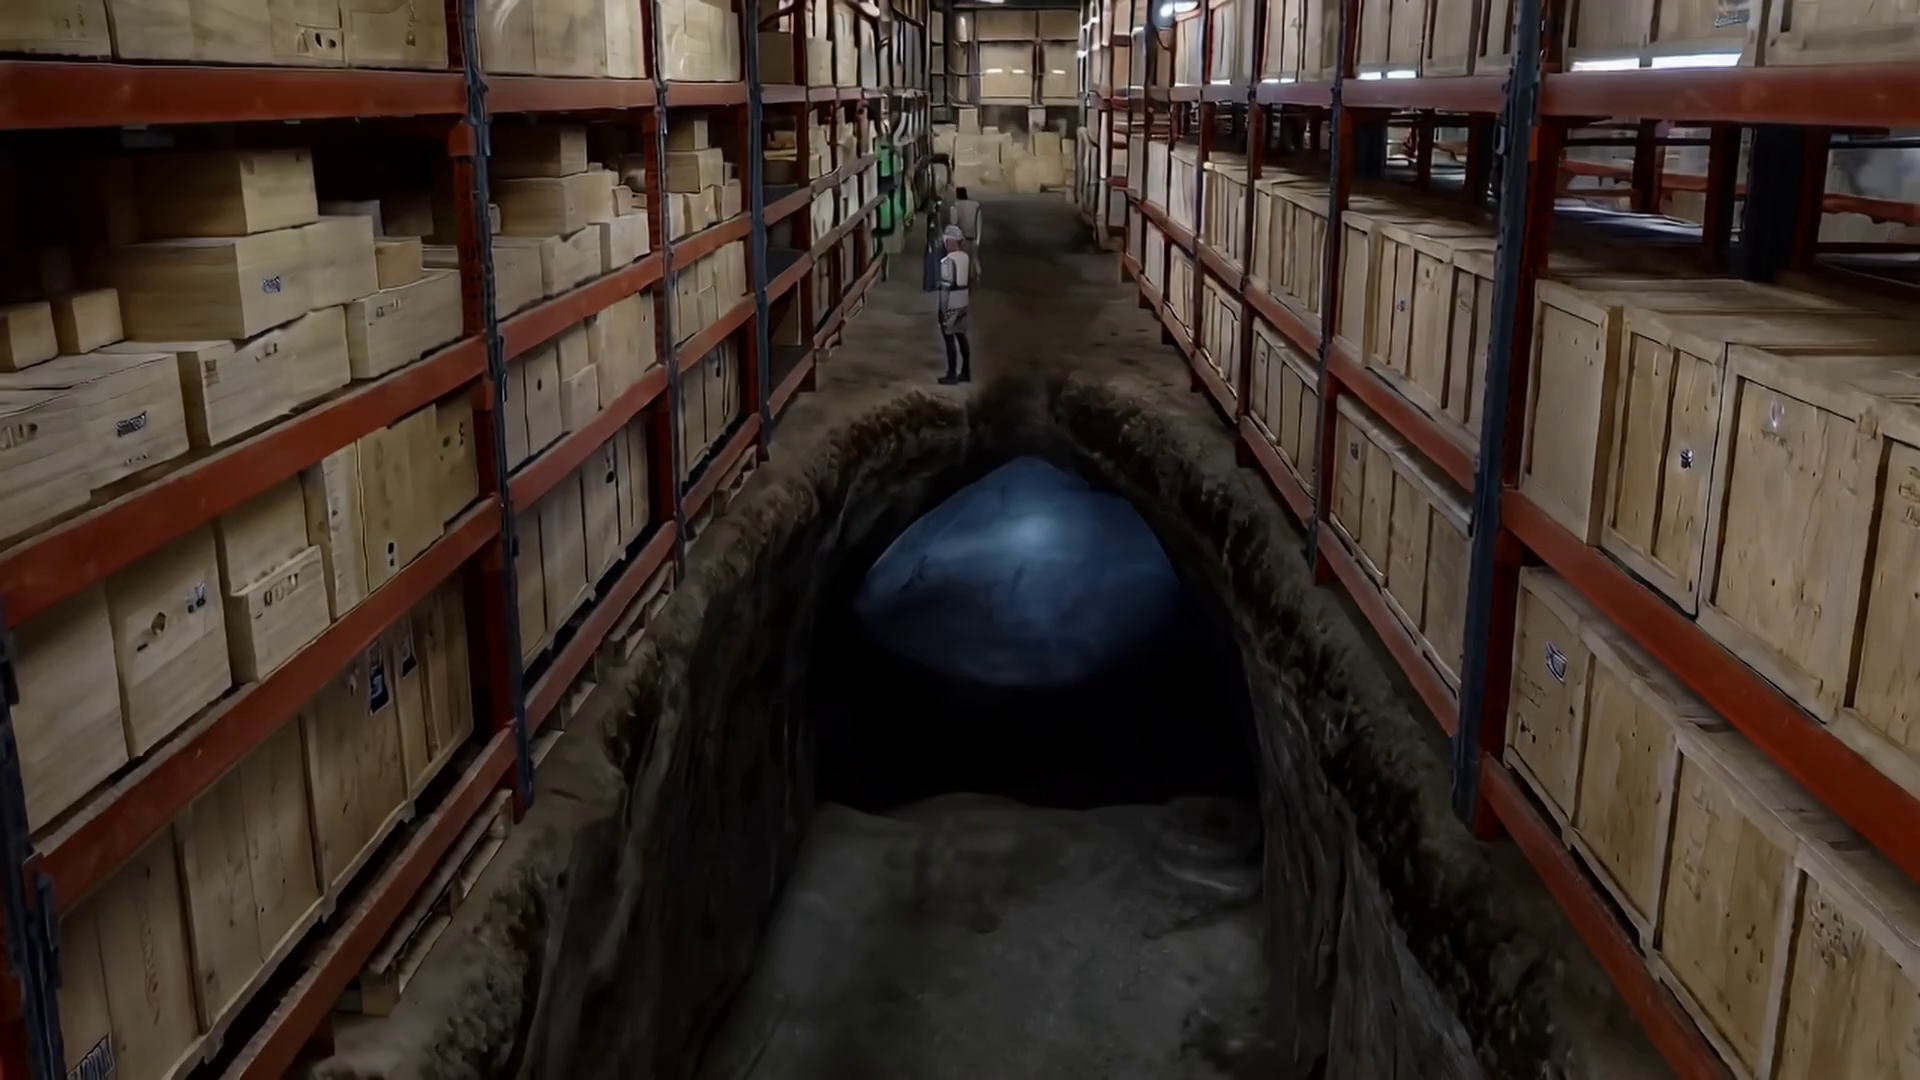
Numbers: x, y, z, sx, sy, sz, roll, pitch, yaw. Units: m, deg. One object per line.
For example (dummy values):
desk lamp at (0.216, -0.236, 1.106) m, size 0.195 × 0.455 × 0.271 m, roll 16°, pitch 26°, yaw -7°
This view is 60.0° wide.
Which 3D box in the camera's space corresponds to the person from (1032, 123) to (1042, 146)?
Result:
person at (4.074, -20.947, 87.545) m, size 0.591 × 1.921 × 0.382 m, roll 6°, pitch 16°, yaw 21°

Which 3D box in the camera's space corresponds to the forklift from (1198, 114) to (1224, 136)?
forklift at (8.044, -12.429, 54.037) m, size 1.129 × 2.768 × 1.873 m, roll 0°, pitch 15°, yaw 2°

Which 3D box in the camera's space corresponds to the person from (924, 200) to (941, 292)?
person at (-0.482, -5.245, 29.693) m, size 0.279 × 1.625 × 0.493 m, roll 7°, pitch 17°, yaw 26°

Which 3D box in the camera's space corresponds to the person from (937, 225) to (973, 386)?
person at (-0.084, -2.842, 20.183) m, size 0.389 × 1.930 × 0.539 m, roll 12°, pitch 19°, yaw 37°

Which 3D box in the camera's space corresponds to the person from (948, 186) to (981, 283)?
person at (0.080, -5.582, 30.590) m, size 0.635 × 1.816 × 0.462 m, roll -9°, pitch 18°, yaw -31°

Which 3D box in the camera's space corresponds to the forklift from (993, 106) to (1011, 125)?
forklift at (2.094, -20.211, 82.990) m, size 1.129 × 2.768 × 1.873 m, roll 2°, pitch 15°, yaw 6°

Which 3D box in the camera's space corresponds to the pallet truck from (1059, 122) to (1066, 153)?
pallet truck at (5.788, -21.111, 88.014) m, size 1.885 × 1.965 × 0.823 m, roll 5°, pitch 16°, yaw 18°
